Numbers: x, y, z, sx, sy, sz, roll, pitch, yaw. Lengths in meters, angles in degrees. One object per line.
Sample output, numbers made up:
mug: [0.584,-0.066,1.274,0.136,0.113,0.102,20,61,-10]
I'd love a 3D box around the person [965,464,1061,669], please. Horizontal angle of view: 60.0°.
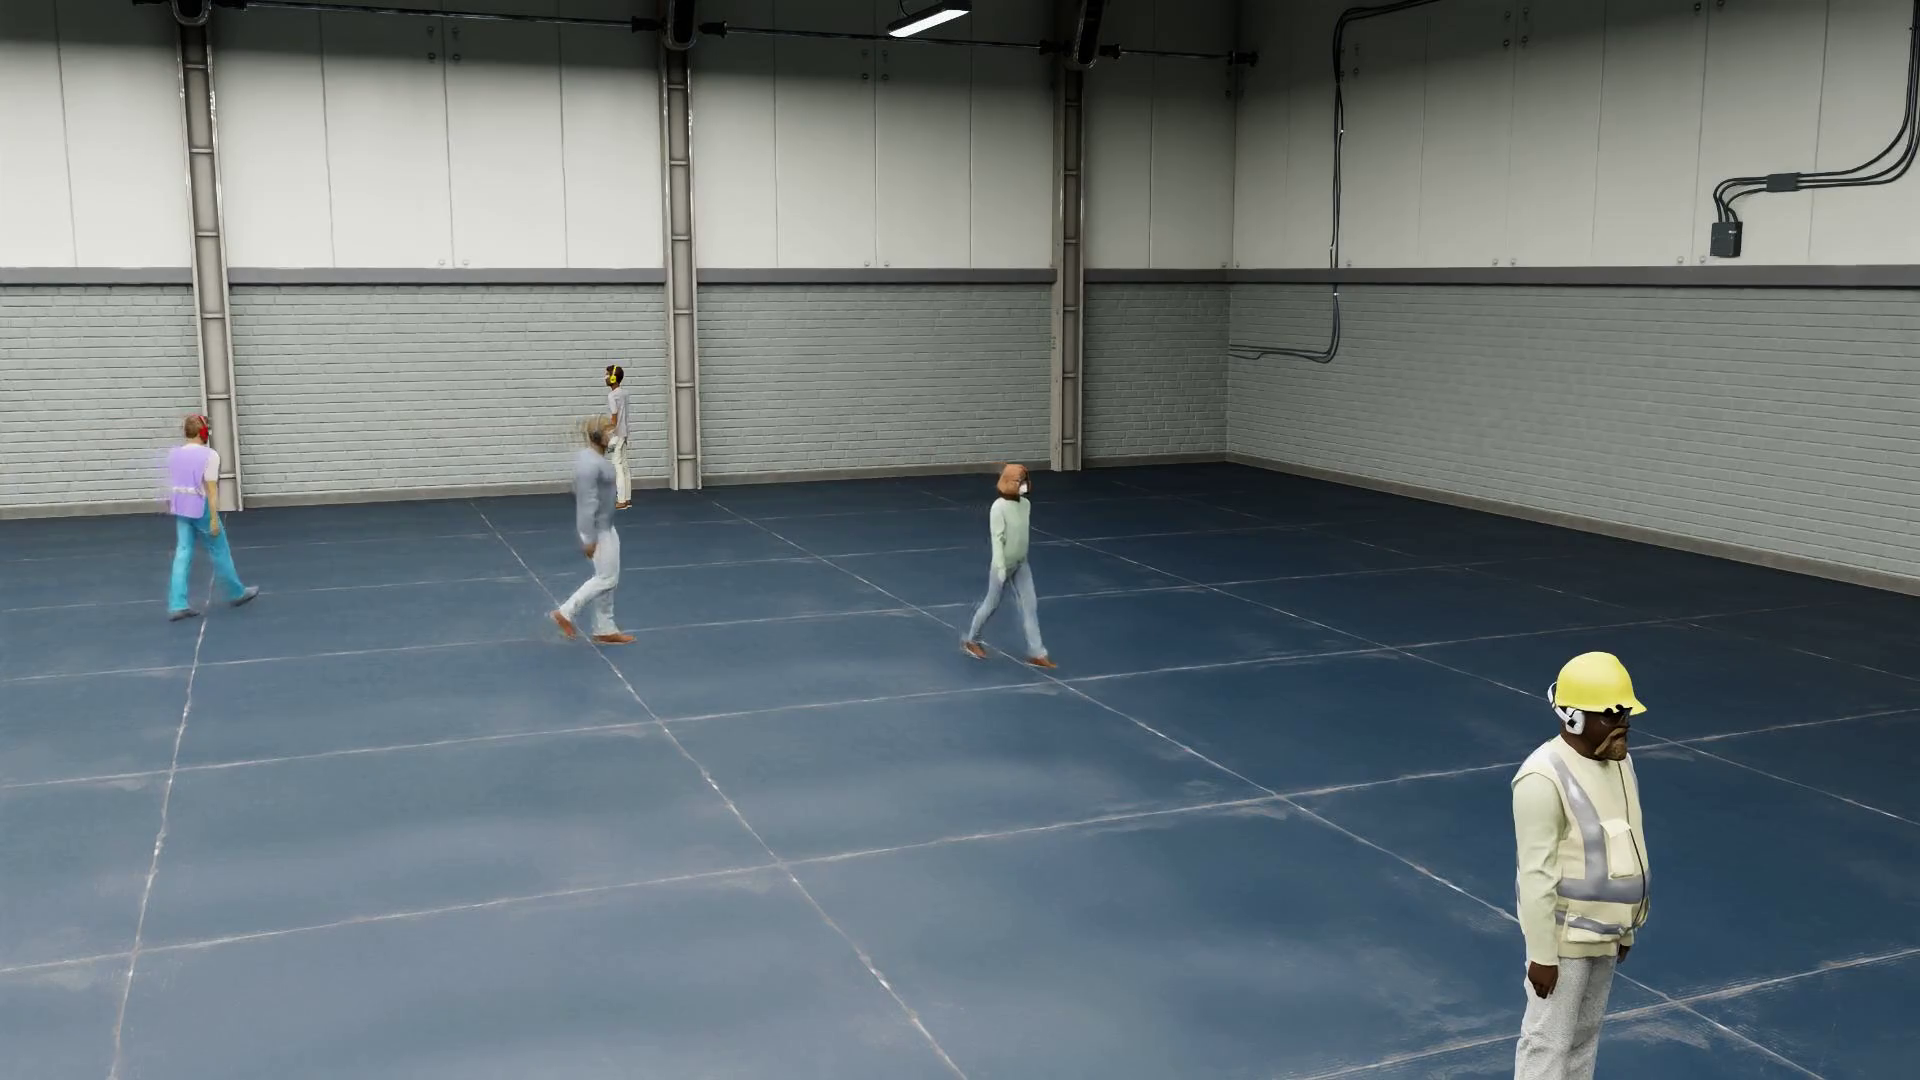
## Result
person: [0.373,0.192,12.950,0.873,1.597,0.508,8,12,40]

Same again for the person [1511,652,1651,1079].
person: [2.030,1.263,5.439,0.590,1.833,0.404,-9,13,-44]

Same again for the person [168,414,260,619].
person: [-6.774,-0.227,14.907,0.584,1.789,0.973,3,10,19]

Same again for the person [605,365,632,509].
person: [-4.462,-1.331,21.596,0.326,1.876,0.520,1,9,9]

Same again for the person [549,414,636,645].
person: [-2.988,-0.067,13.510,0.556,1.923,0.633,-1,9,-4]
